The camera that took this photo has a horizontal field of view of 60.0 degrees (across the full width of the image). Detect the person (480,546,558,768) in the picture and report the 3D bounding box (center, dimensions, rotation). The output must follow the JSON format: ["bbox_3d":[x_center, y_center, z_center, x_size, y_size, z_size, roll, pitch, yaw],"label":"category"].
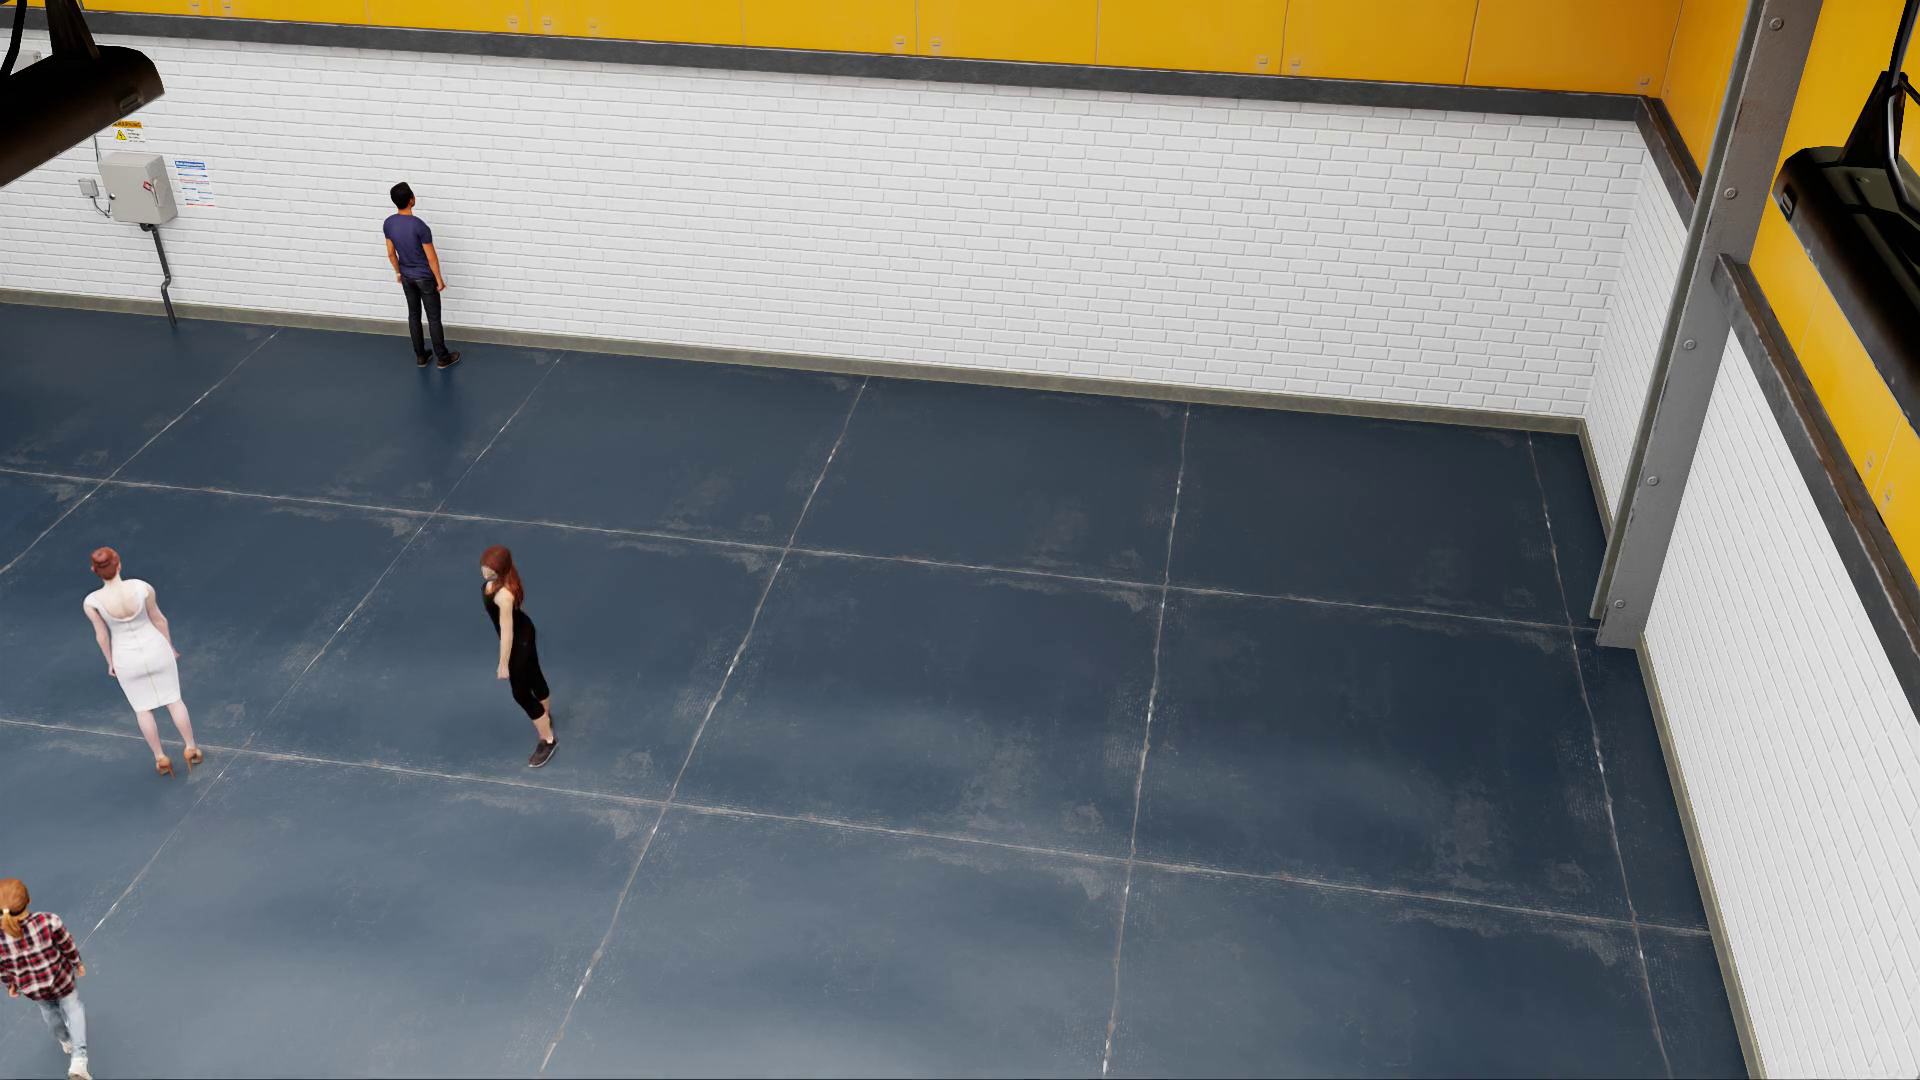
[{"bbox_3d":[-2.847,0.642,10.829,0.887,1.688,0.651,1,34,1],"label":"person"}]

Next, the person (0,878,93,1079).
[{"bbox_3d":[-4.782,2.311,8.675,0.773,1.292,0.900,-13,36,-19],"label":"person"}]

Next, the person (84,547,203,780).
[{"bbox_3d":[-5.183,0.773,10.538,0.627,1.792,0.656,-16,37,-22],"label":"person"}]

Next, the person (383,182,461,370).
[{"bbox_3d":[-5.015,-2.436,15.365,0.653,1.793,0.538,8,34,12],"label":"person"}]
